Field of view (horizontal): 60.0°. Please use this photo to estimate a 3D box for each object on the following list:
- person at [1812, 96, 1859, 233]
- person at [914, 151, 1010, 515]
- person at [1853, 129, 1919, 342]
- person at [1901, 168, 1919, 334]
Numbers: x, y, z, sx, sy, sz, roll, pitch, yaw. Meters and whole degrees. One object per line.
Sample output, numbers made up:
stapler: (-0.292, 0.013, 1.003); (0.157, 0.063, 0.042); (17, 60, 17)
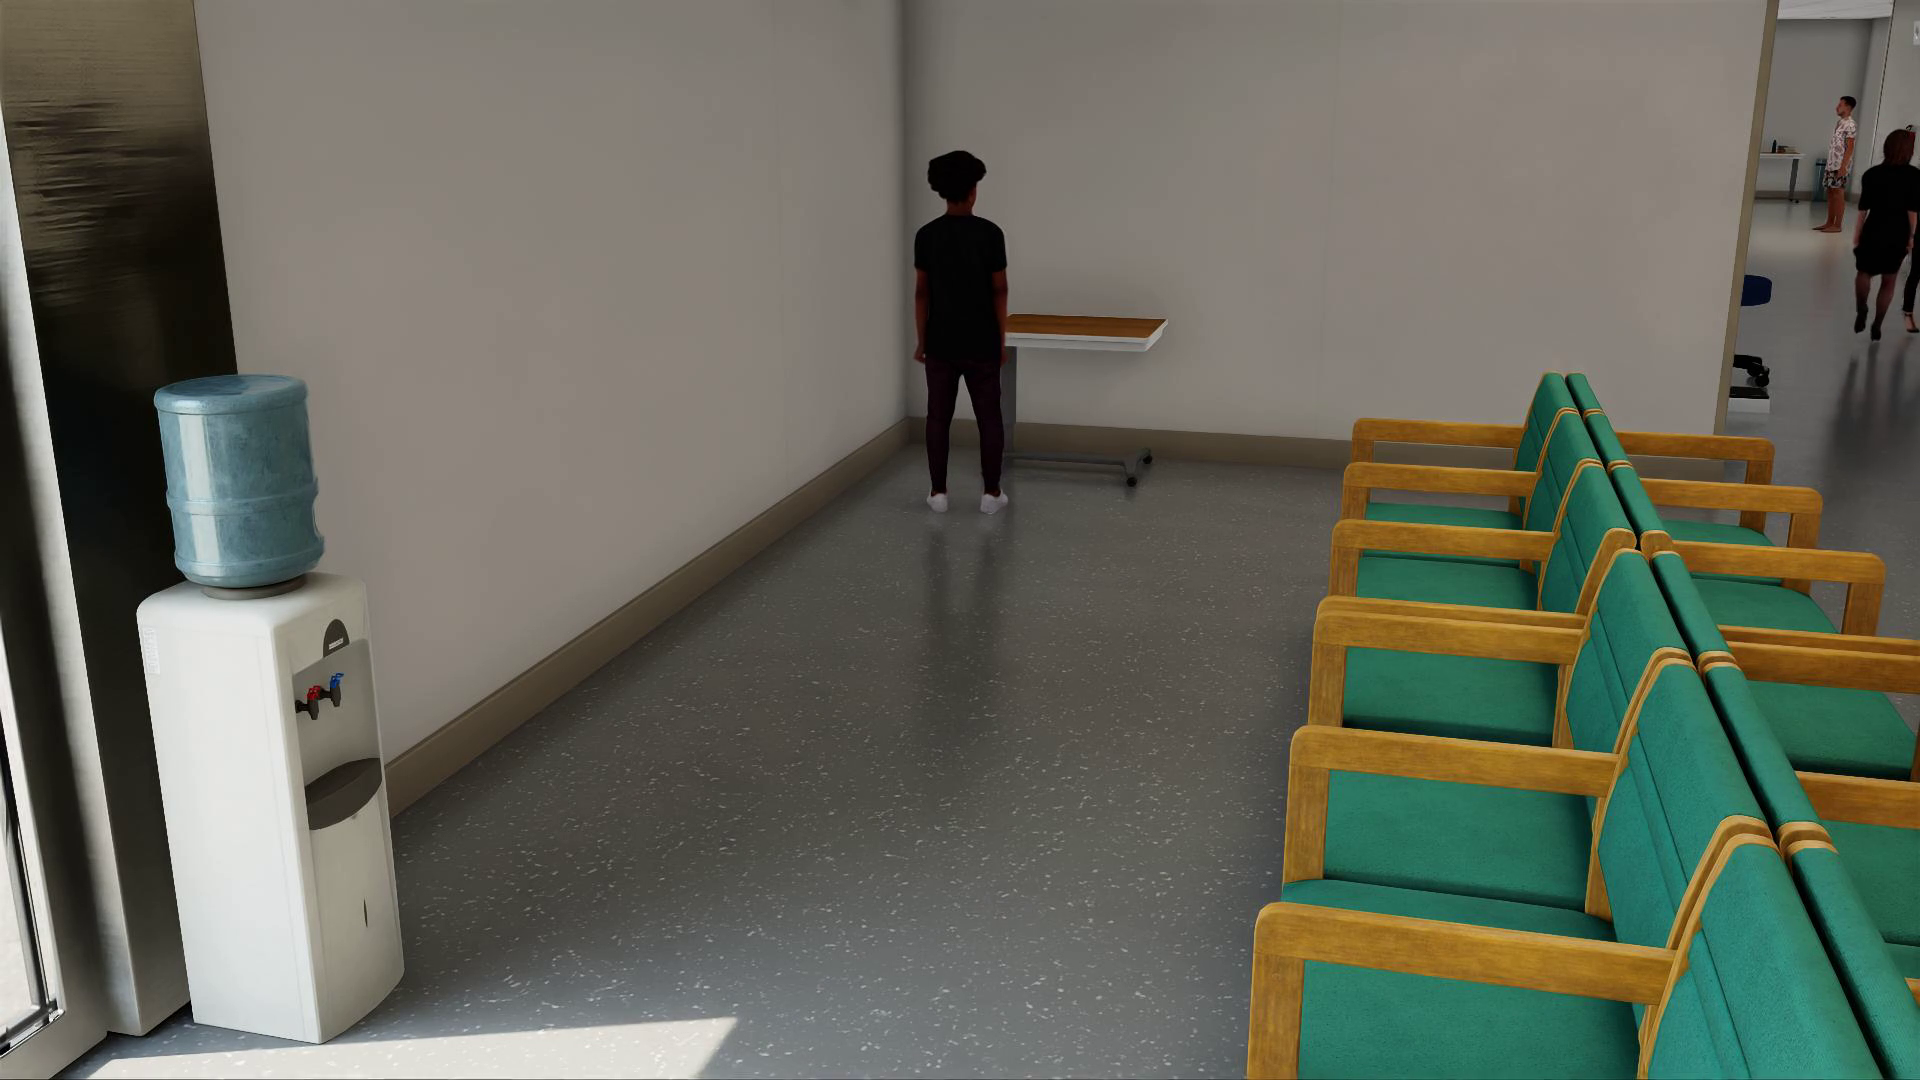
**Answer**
person: (12.112, -5.173, 22.890); (0.602, 1.816, 0.689); (2, 16, 7)
person: (0.008, -1.018, 8.223); (0.552, 1.779, 0.725); (2, 16, 5)
person: (7.399, -2.408, 13.309); (0.842, 1.693, 0.785); (9, 18, 29)
person: (8.028, -2.547, 13.825); (0.769, 1.681, 0.762); (0, 16, 2)
